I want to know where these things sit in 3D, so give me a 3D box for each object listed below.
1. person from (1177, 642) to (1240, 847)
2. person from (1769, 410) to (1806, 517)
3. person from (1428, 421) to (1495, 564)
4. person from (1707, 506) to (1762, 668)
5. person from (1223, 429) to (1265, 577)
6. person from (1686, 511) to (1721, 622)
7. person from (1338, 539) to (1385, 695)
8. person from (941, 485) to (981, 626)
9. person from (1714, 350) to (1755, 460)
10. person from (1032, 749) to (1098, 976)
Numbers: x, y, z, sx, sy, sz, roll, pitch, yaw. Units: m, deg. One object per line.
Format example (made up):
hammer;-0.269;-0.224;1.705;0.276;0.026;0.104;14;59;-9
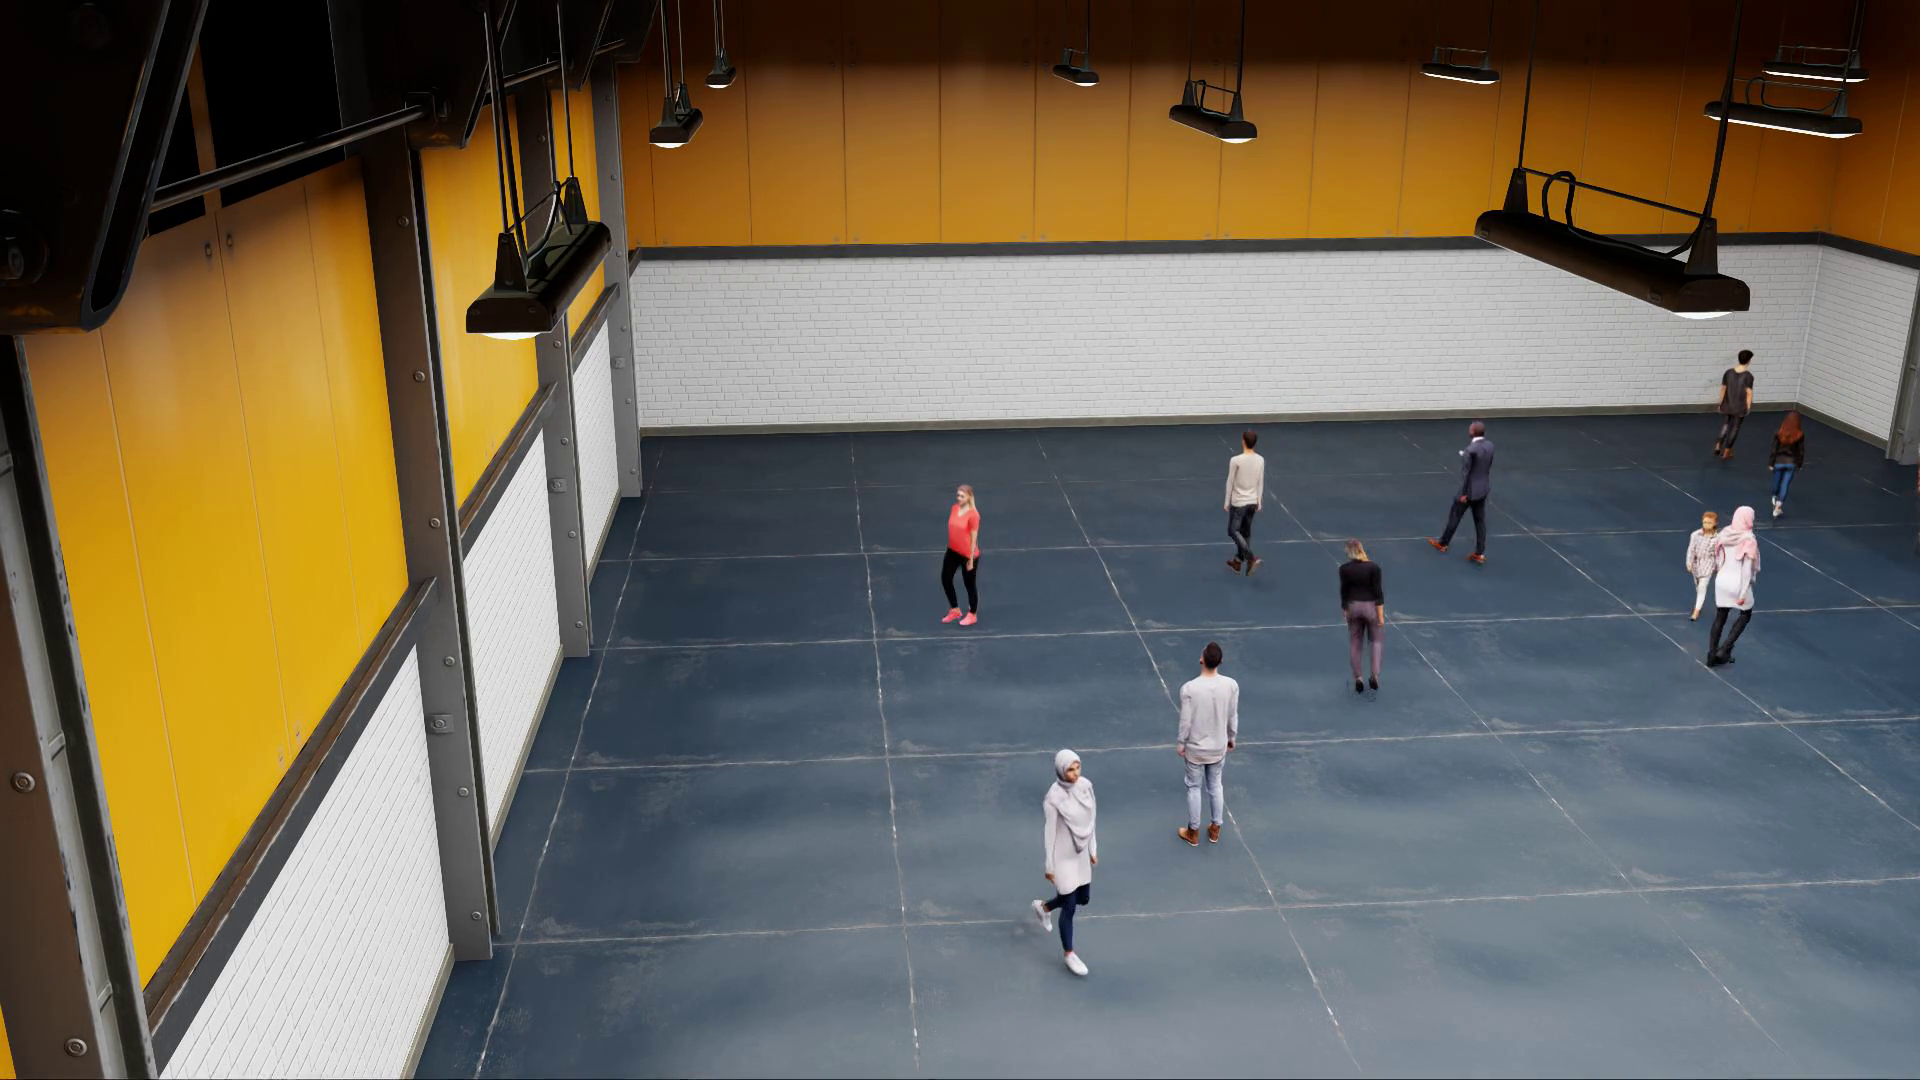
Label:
person;2.092;1.719;14.122;0.716;1.840;0.608;-4;19;-12
person;11.367;-1.028;22.906;0.895;1.439;1.047;9;21;26
person;6.548;-0.579;21.020;1.004;1.793;1.185;-11;21;-28
person;8.193;0.521;17.756;0.813;1.791;0.711;-10;21;-27
person;3.525;-0.425;20.464;0.861;1.855;1.076;-8;20;-22
person;8.630;0.275;19.301;0.925;1.271;0.993;13;23;35
person;4.147;0.818;17.135;0.766;1.625;0.763;14;23;36
person;0.112;0.164;18.990;0.810;1.680;0.745;-18;25;-42
person;11.885;-2.068;25.582;0.787;1.703;0.699;-15;24;-37
person;0.767;2.345;12.388;0.913;1.760;1.029;-14;23;-36
